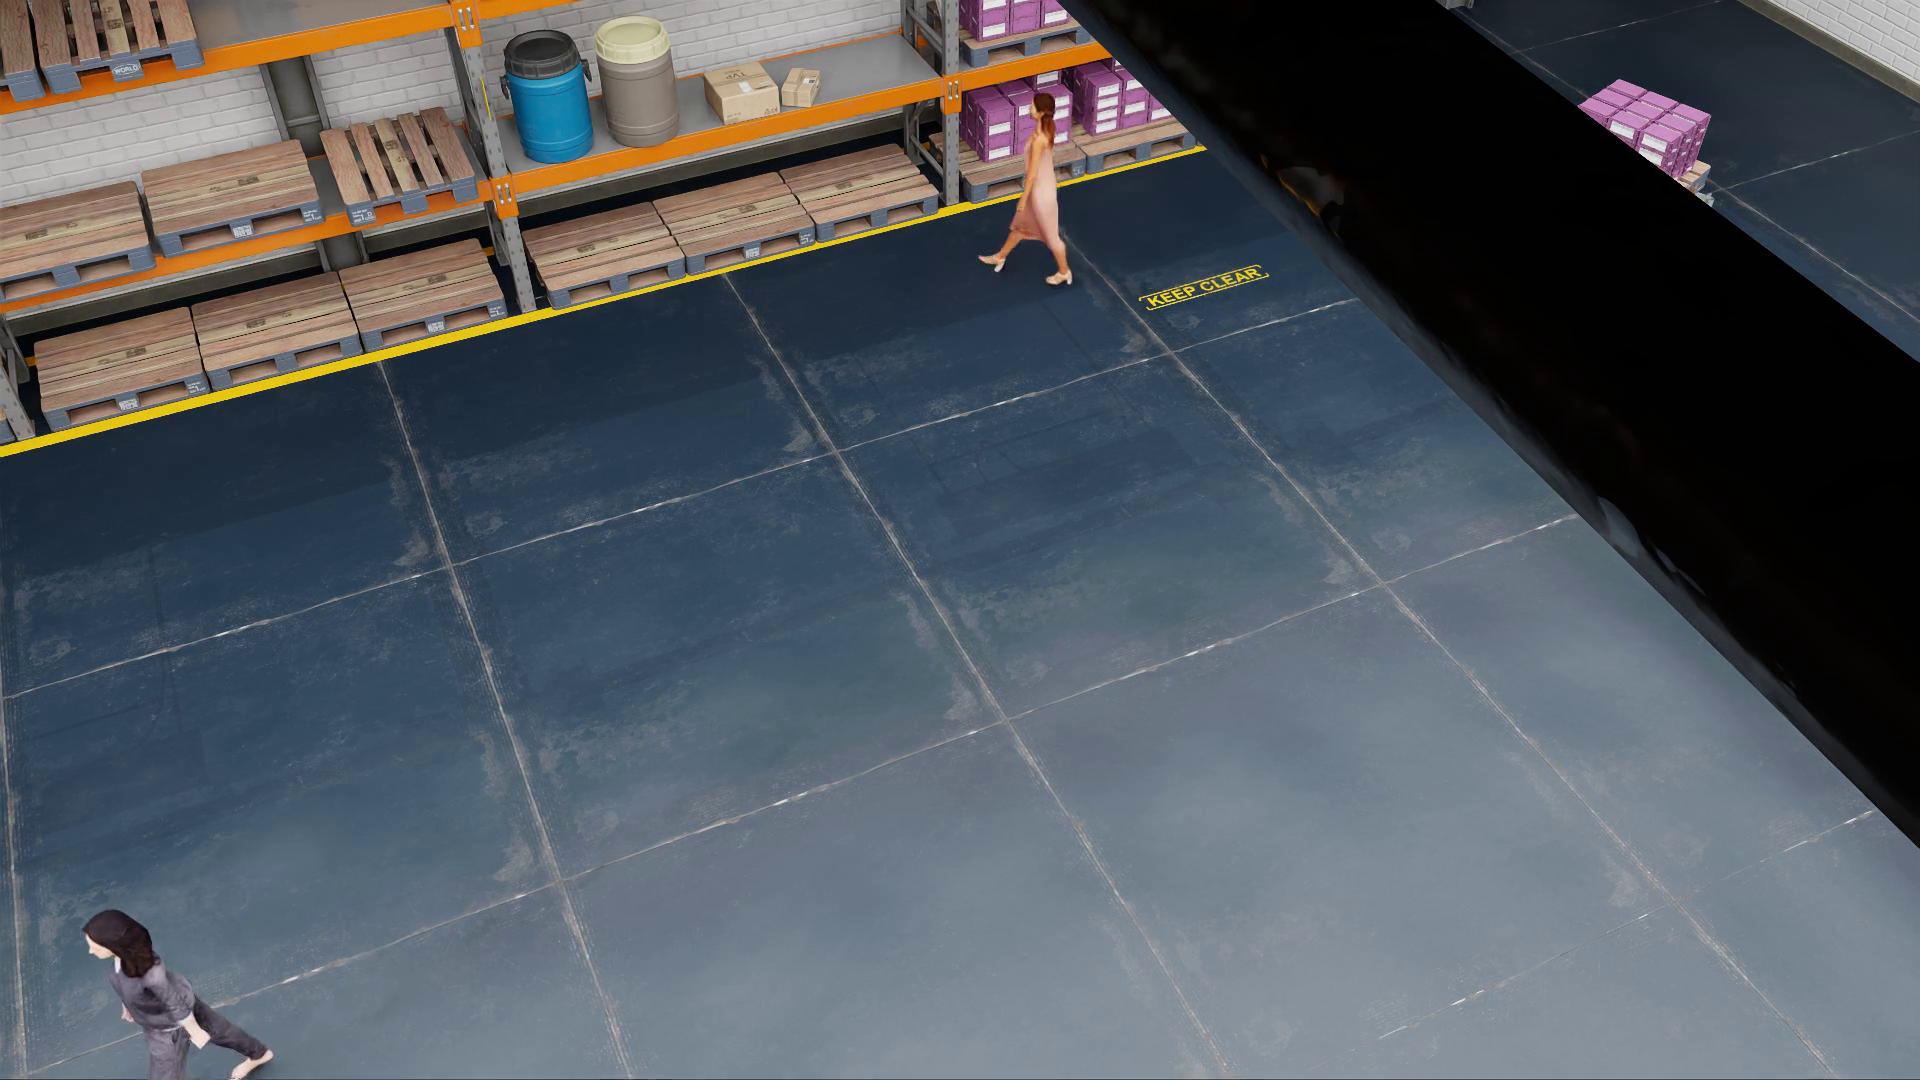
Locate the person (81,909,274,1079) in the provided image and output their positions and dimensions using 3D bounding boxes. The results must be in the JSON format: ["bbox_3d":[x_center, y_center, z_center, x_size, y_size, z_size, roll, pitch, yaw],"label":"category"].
[{"bbox_3d":[-3.927,2.364,8.473,1.190,1.724,0.856,-34,53,-31],"label":"person"}]

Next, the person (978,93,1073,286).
[{"bbox_3d":[0.768,-2.875,13.924,1.155,1.792,0.999,6,44,7],"label":"person"}]
